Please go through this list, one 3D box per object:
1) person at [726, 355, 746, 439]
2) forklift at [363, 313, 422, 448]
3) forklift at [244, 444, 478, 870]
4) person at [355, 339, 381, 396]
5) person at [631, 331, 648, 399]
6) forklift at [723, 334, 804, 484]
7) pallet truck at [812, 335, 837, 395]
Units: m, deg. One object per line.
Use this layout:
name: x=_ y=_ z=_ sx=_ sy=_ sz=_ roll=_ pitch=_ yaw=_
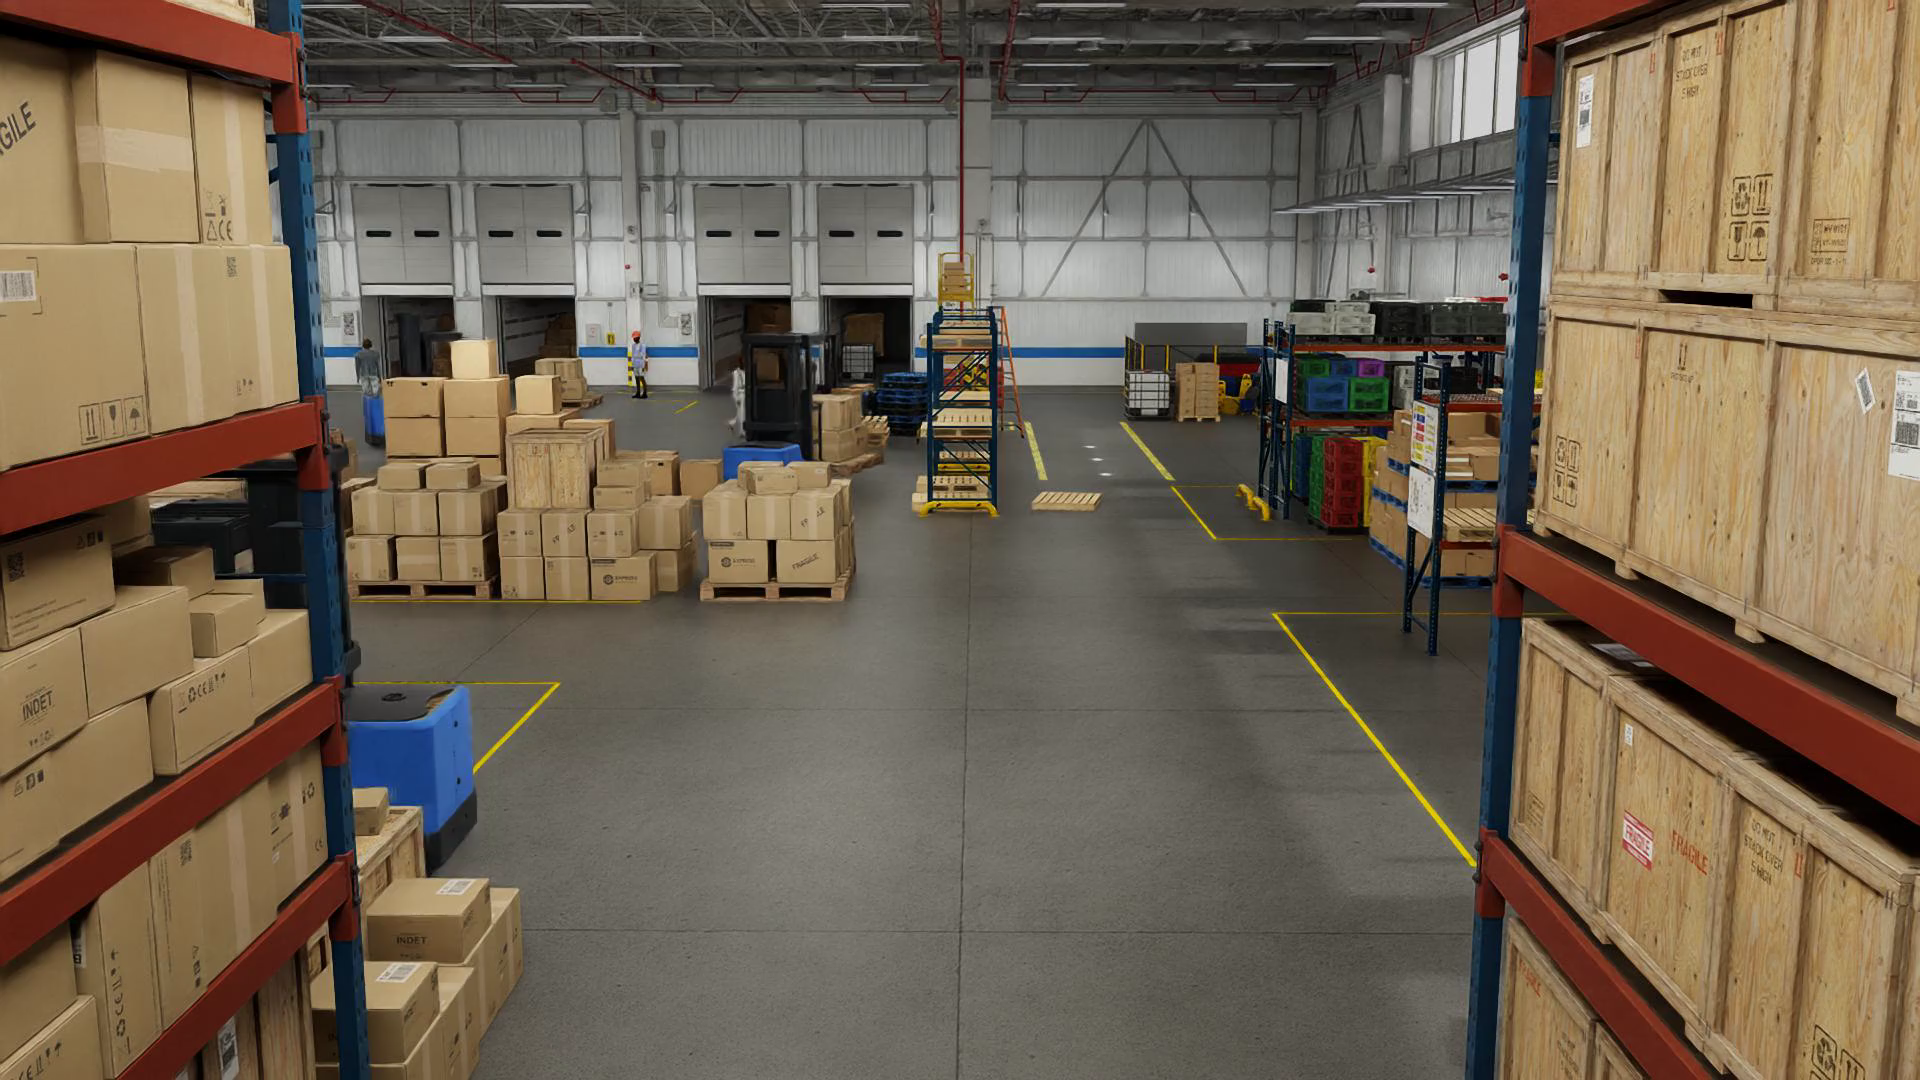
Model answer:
person: x=-4.917 y=-3.171 z=36.920 sx=0.554 sy=1.868 sz=0.574 roll=2 pitch=10 yaw=13
forklift: x=-11.744 y=-3.437 z=35.529 sx=1.873 sy=2.768 sz=1.129 roll=-5 pitch=11 yaw=-28
forklift: x=-4.384 y=0.772 z=11.246 sx=1.873 sy=2.768 sz=1.129 roll=0 pitch=10 yaw=-1
person: x=-15.077 y=-4.160 z=42.419 sx=0.628 sy=1.940 sz=0.377 roll=-2 pitch=10 yaw=-14
person: x=-9.113 y=-4.956 z=47.056 sx=0.544 sy=1.928 sz=0.393 roll=8 pitch=13 yaw=40
forklift: x=-3.008 y=-1.909 z=26.713 sx=1.129 sy=2.768 sz=1.873 roll=3 pitch=10 yaw=15
pallet truck: x=-3.021 y=-4.312 z=43.126 sx=1.885 sy=1.965 sz=0.823 roll=3 pitch=10 yaw=17
